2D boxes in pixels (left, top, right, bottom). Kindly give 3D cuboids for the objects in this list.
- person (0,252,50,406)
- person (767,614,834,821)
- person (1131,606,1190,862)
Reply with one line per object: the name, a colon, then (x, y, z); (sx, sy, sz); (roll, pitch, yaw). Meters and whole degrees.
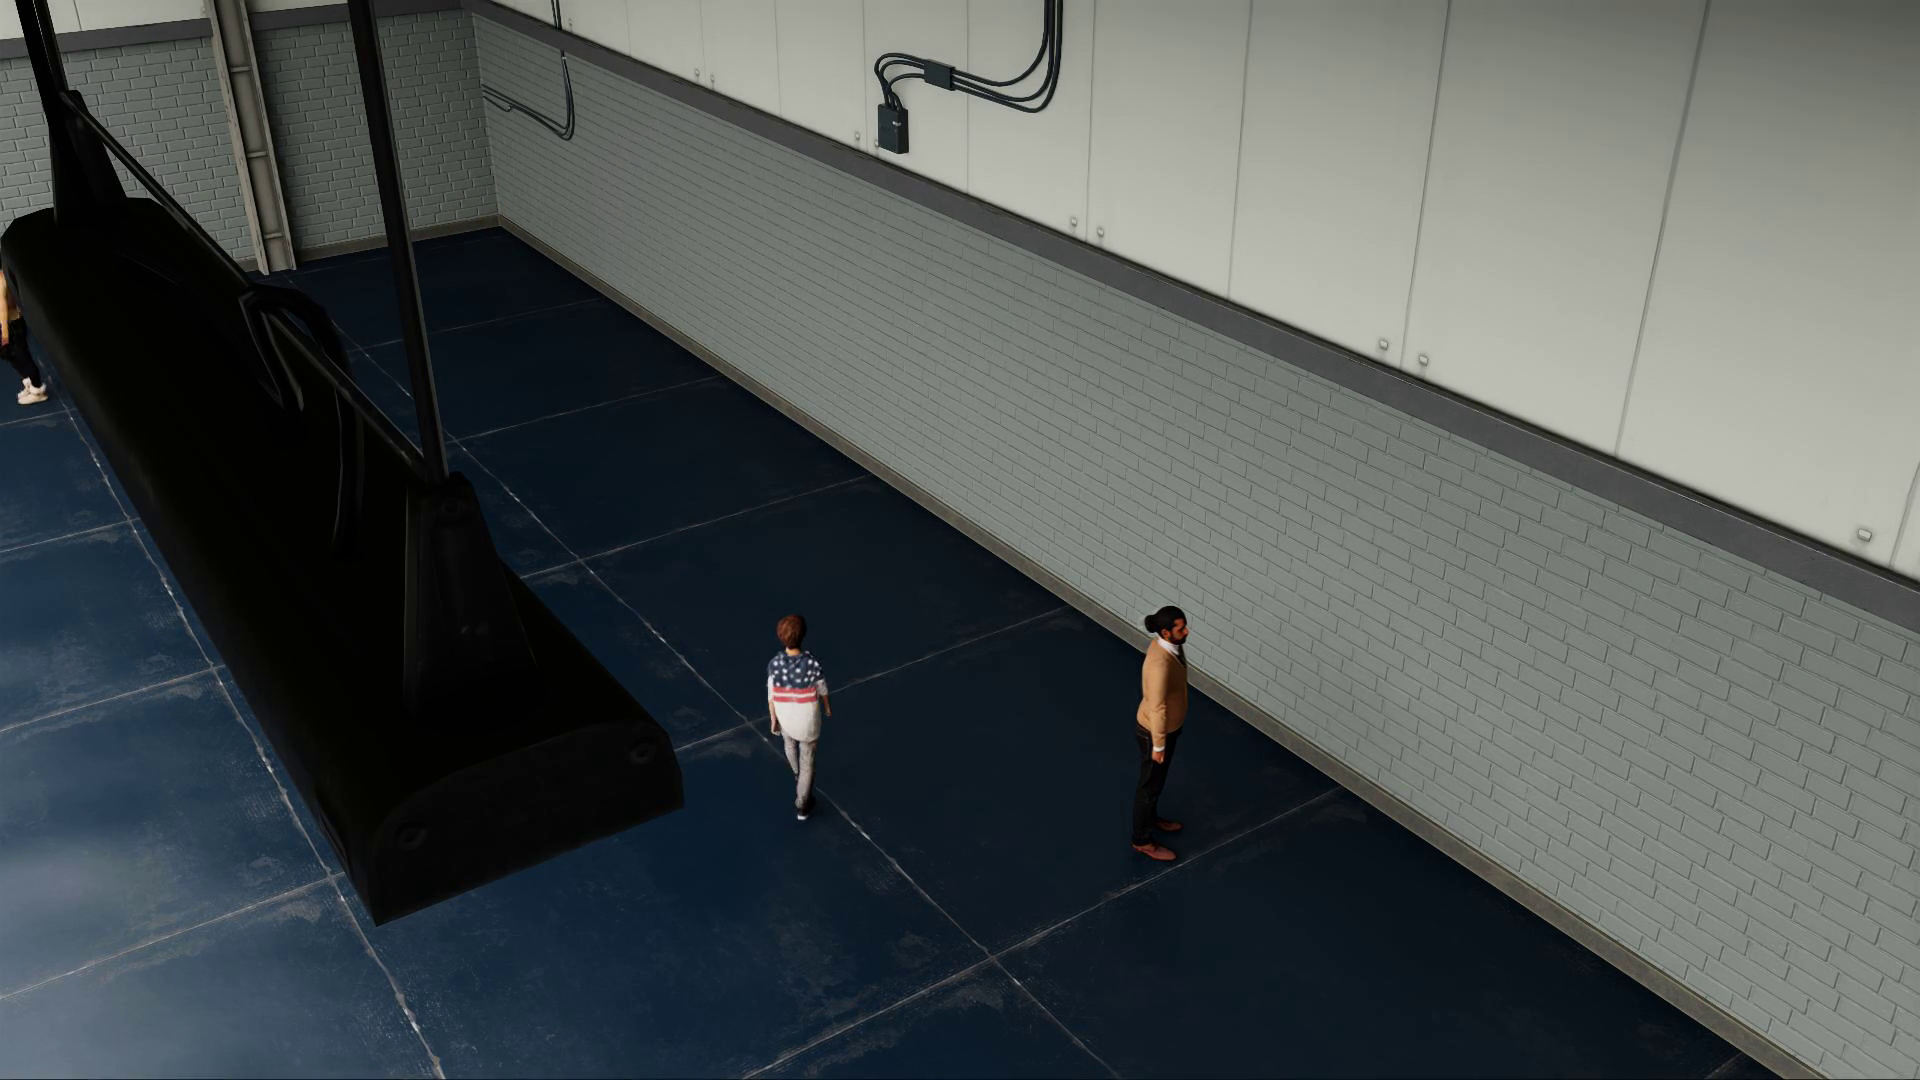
person: (-9.521, -2.174, 16.862); (0.603, 1.652, 0.638); (-14, 31, -25)
person: (-1.064, 1.176, 10.830); (0.877, 1.409, 0.932); (5, 28, 10)
person: (1.260, 1.177, 10.461); (0.807, 1.753, 0.729); (7, 29, 12)
